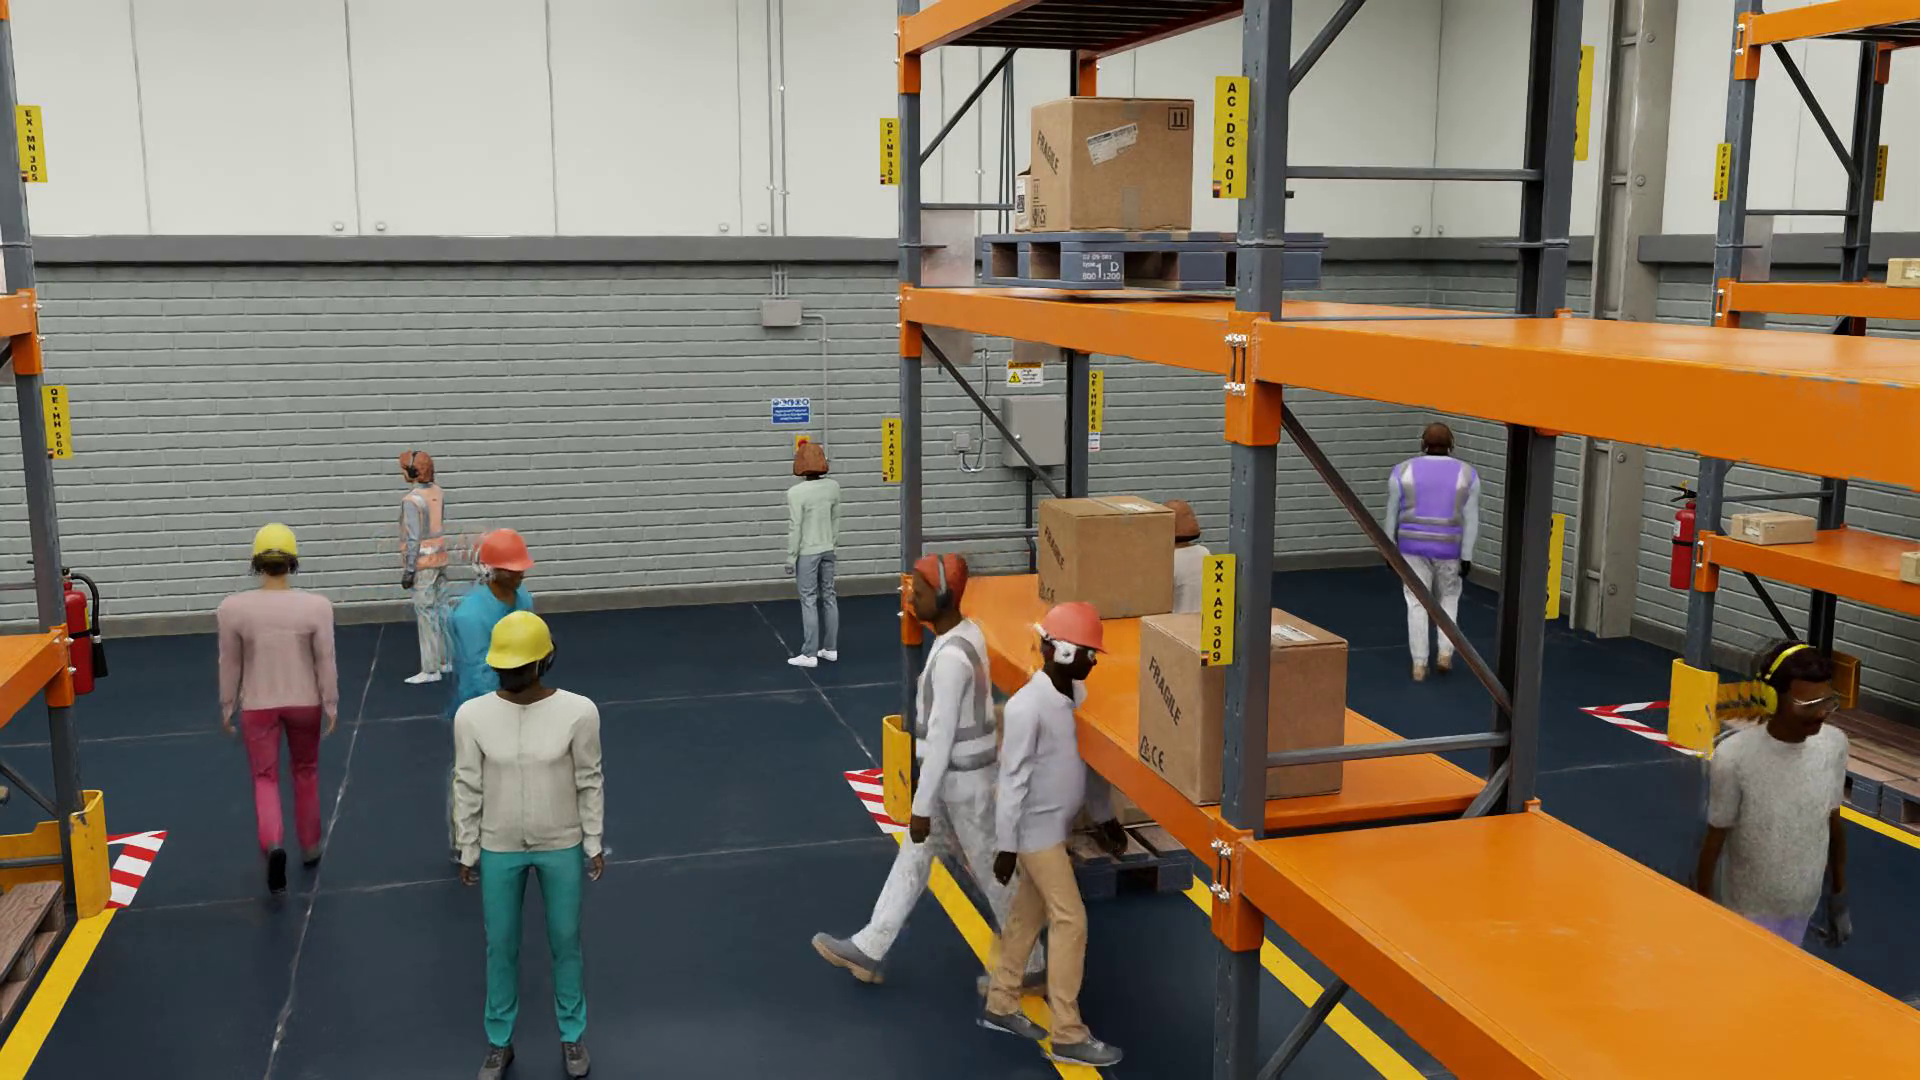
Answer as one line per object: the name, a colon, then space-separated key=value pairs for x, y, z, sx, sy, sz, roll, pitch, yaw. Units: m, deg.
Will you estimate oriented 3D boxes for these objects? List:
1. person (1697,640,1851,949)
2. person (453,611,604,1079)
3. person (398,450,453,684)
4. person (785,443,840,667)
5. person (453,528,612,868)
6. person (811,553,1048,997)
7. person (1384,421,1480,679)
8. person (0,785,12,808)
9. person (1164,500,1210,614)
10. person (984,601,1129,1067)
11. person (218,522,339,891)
person: x=2.626 y=1.178 z=5.485 sx=0.575 sy=1.826 sz=0.848 roll=-3 pitch=10 yaw=-15
person: x=-1.550 y=1.113 z=6.023 sx=0.528 sy=1.764 sz=0.330 roll=-2 pitch=10 yaw=-9
person: x=-3.748 y=0.186 z=11.647 sx=0.311 sy=1.641 sz=0.515 roll=1 pitch=10 yaw=6
person: x=-1.073 y=0.107 z=12.124 sx=0.279 sy=1.633 sz=0.501 roll=8 pitch=13 yaw=39
person: x=-2.133 y=0.789 z=8.007 sx=0.853 sy=1.704 sz=0.558 roll=4 pitch=11 yaw=23
person: x=-0.096 y=0.962 z=6.659 sx=1.018 sy=1.830 sz=0.597 roll=0 pitch=10 yaw=1
person: x=3.342 y=0.058 z=11.857 sx=0.632 sy=1.819 sz=0.637 roll=2 pitch=10 yaw=13
person: x=-5.472 y=0.572 z=8.476 sx=0.638 sy=1.970 sz=1.041 roll=9 pitch=14 yaw=43
person: x=1.232 y=0.583 z=9.408 sx=0.285 sy=1.631 sz=0.502 roll=9 pitch=14 yaw=43
person: x=0.408 y=1.089 z=6.289 sx=0.722 sy=1.712 sz=0.570 roll=4 pitch=11 yaw=21
person: x=-3.236 y=0.795 z=7.922 sx=0.539 sy=1.756 sz=0.693 roll=-4 pitch=11 yaw=-20
